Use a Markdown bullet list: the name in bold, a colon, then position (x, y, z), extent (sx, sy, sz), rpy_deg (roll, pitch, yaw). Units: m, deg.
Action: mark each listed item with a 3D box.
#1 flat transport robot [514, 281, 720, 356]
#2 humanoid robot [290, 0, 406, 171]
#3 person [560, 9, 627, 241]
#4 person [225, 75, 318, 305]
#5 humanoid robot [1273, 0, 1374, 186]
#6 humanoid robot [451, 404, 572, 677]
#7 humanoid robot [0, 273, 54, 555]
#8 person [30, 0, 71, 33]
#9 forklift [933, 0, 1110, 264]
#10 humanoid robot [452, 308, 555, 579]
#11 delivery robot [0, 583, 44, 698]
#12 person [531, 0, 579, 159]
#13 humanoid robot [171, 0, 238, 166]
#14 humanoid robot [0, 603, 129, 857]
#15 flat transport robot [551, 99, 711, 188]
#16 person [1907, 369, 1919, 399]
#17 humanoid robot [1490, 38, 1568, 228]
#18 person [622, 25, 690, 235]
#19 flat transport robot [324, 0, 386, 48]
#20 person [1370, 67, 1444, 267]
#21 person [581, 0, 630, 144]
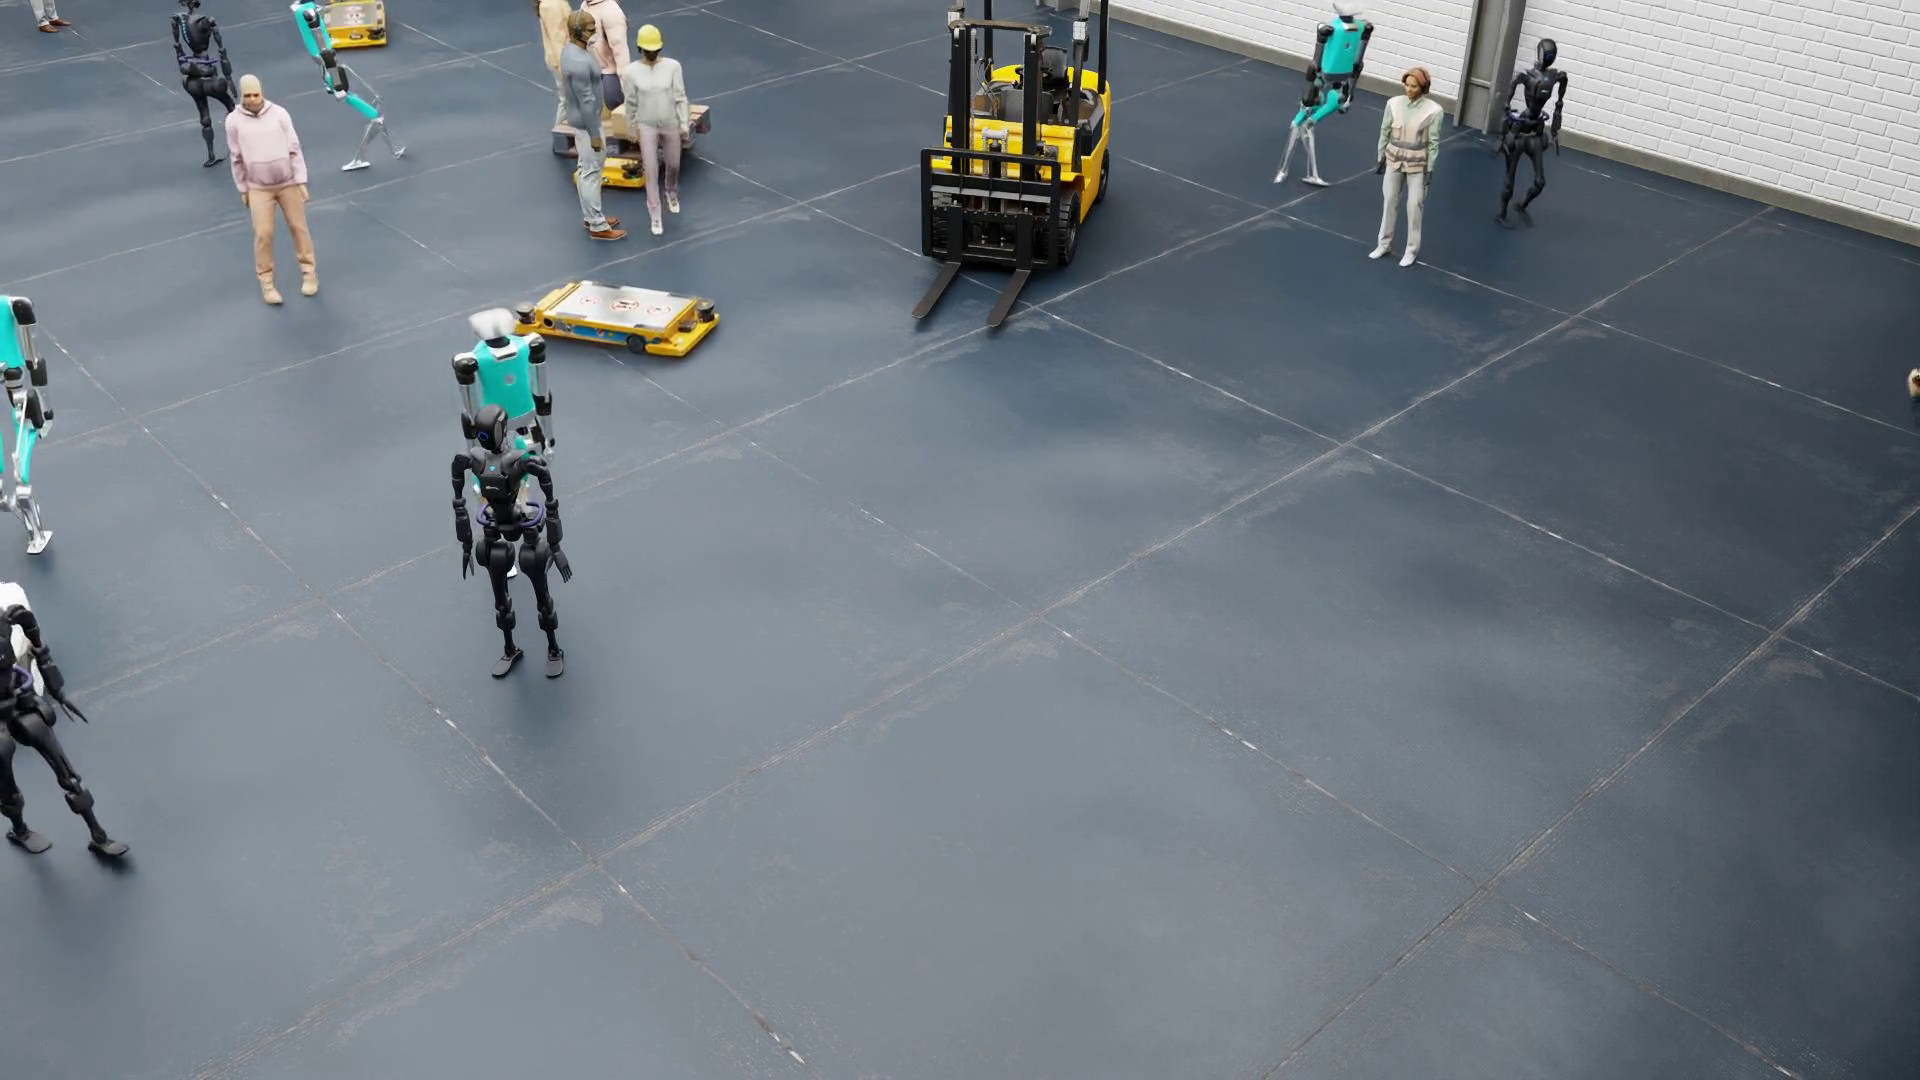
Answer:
- **flat transport robot**: position (-2.644, -1.715, 12.809), extent (1.431, 0.231, 0.659), rpy_deg (10, 34, 15)
- **humanoid robot**: position (-5.601, -4.285, 15.475), extent (0.900, 1.842, 0.552), rpy_deg (-19, 37, -26)
- **person**: position (-3.123, -3.488, 14.010), extent (0.370, 1.933, 0.627), rpy_deg (-10, 34, -15)
- **person**: position (-5.396, -2.766, 13.047), extent (0.535, 1.770, 0.511), rpy_deg (-16, 36, -23)
- **humanoid robot**: position (3.225, -4.070, 15.081), extent (0.596, 1.771, 0.867), rpy_deg (-10, 34, -16)
- **humanoid robot**: position (-2.370, 0.017, 8.843), extent (0.599, 1.657, 0.315), rpy_deg (2, 33, 3)
- **humanoid robot**: position (-5.675, -0.659, 9.852), extent (0.559, 1.749, 0.878), rpy_deg (-8, 34, -11)
- **person**: position (-10.747, -6.749, 19.274), extent (0.313, 1.651, 0.470), rpy_deg (2, 33, 3)
- **forklift**: position (0.570, -3.725, 14.138), extent (1.214, 2.155, 2.313), rpy_deg (9, 34, 13)
- **humanoid robot**: position (-2.689, -0.585, 9.740), extent (0.530, 1.792, 0.697), rpy_deg (-22, 39, -30)
- **delivery robot**: position (-5.275, 0.589, 9.023), extent (0.499, 0.614, 0.798), rpy_deg (-10, 34, -15)
- **person**: position (-3.700, -4.504, 15.632), extent (0.520, 1.869, 0.578), rpy_deg (-3, 33, -5)
- **humanoid robot**: position (-7.081, -4.368, 15.605), extent (0.589, 1.643, 0.516), rpy_deg (9, 34, 14)
- **humanoid robot**: position (-4.344, 0.824, 7.630), extent (0.640, 1.634, 0.600), rpy_deg (19, 38, 27)
- **flat transport robot**: position (-3.103, -3.720, 15.891), extent (0.659, 0.231, 1.431), rpy_deg (7, 34, 11)
- **person**: position (6.882, -1.541, 11.276), extent (0.538, 1.646, 0.901), rpy_deg (10, 34, 15)
- **humanoid robot**: position (4.852, -3.464, 14.203), extent (0.601, 1.643, 0.335), rpy_deg (-6, 33, -9)
- **person**: position (-2.611, -3.576, 14.326), extent (0.527, 1.756, 0.638), rpy_deg (-11, 35, -17)
- **flat transport robot**: position (-7.082, -6.054, 19.478), extent (0.659, 0.231, 1.431), rpy_deg (-9, 34, -14)
- **person**: position (3.657, -3.064, 13.630), extent (0.520, 1.633, 0.316), rpy_deg (23, 40, 31)
- **person**: position (-3.284, -4.400, 15.487), extent (0.432, 1.854, 0.813), rpy_deg (-26, 41, -34)
